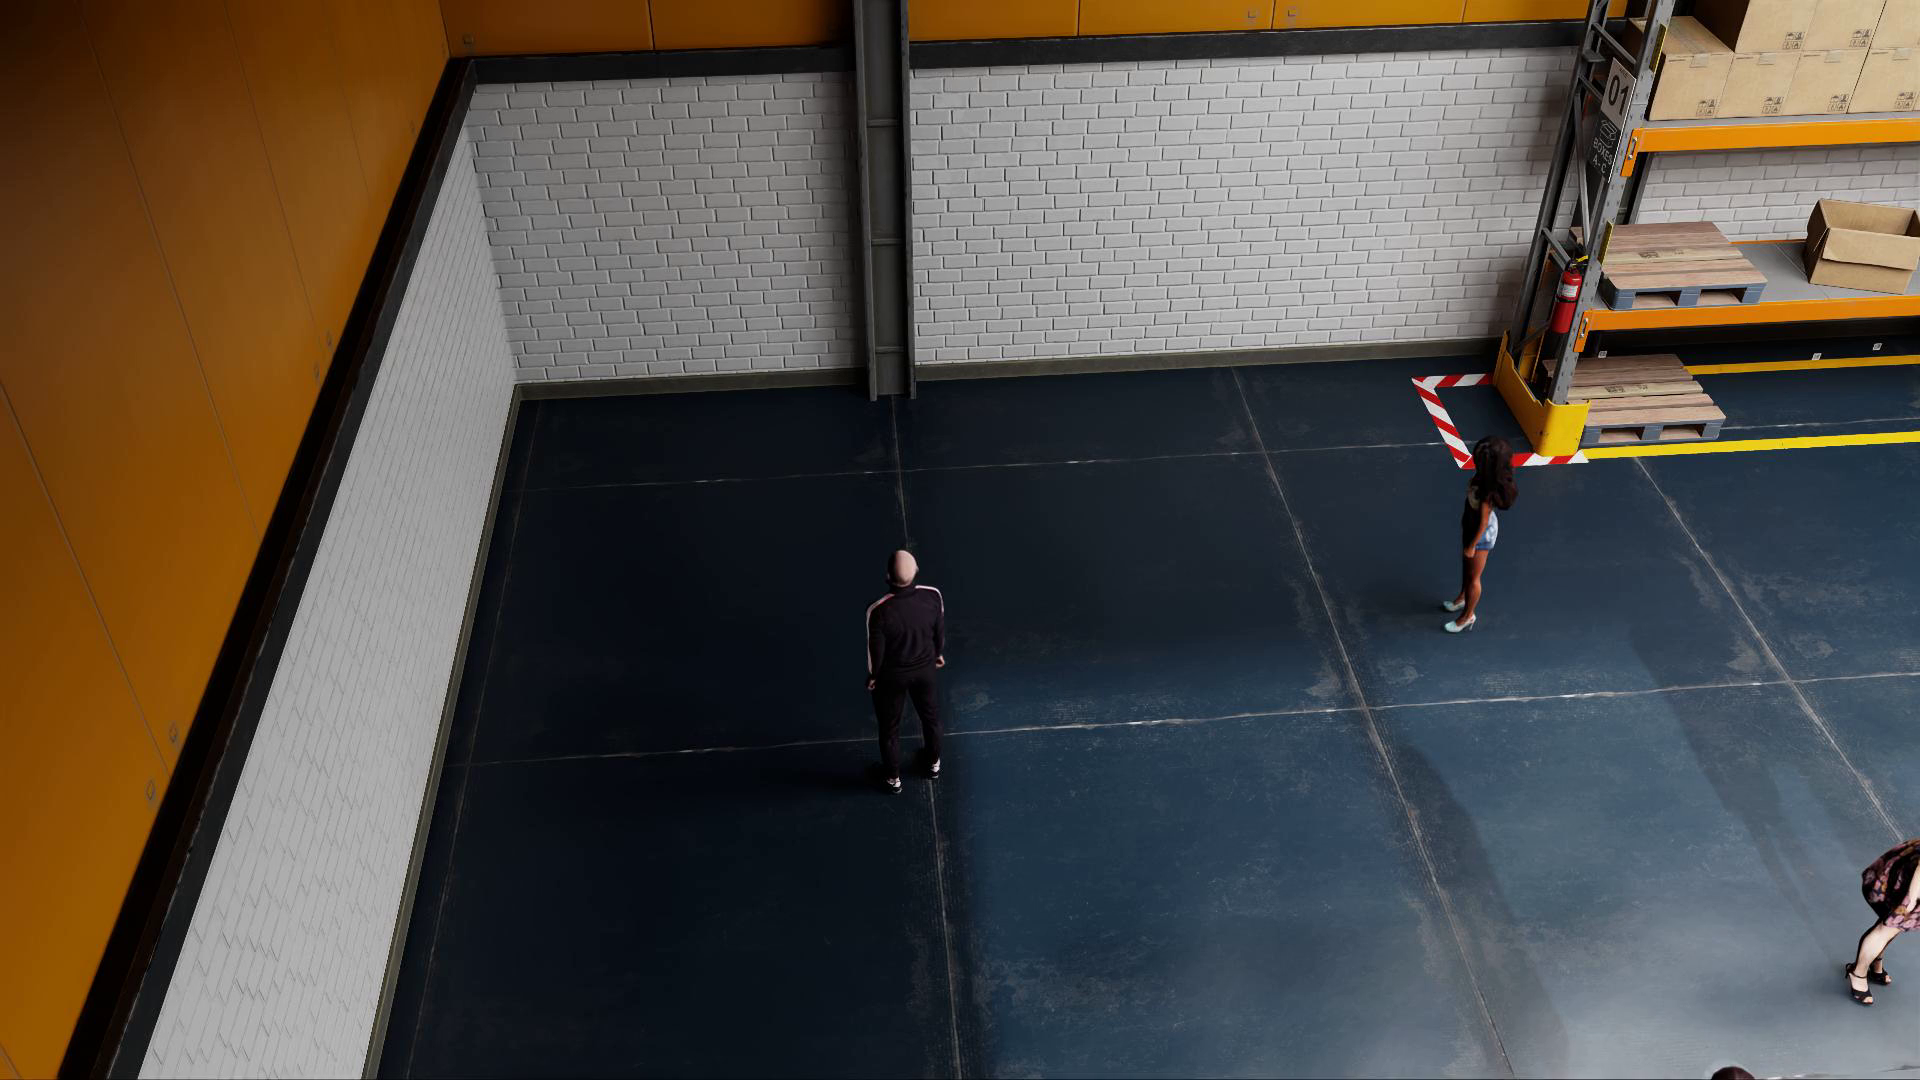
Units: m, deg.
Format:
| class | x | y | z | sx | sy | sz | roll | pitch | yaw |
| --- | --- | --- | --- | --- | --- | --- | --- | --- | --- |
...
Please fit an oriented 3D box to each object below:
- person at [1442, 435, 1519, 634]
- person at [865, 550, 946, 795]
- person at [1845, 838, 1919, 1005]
| class | x | y | z | sx | sy | sz | roll | pitch | yaw |
| --- | --- | --- | --- | --- | --- | --- | --- | --- | --- |
| person | 3.566 | -0.040 | 11.473 | 0.656 | 1.620 | 0.637 | 8 | 39 | 9 |
| person | -0.333 | 0.812 | 10.233 | 0.651 | 1.836 | 0.816 | -17 | 42 | -20 |
| person | 5.196 | 1.843 | 8.991 | 0.776 | 1.775 | 0.856 | -25 | 45 | -28 |
